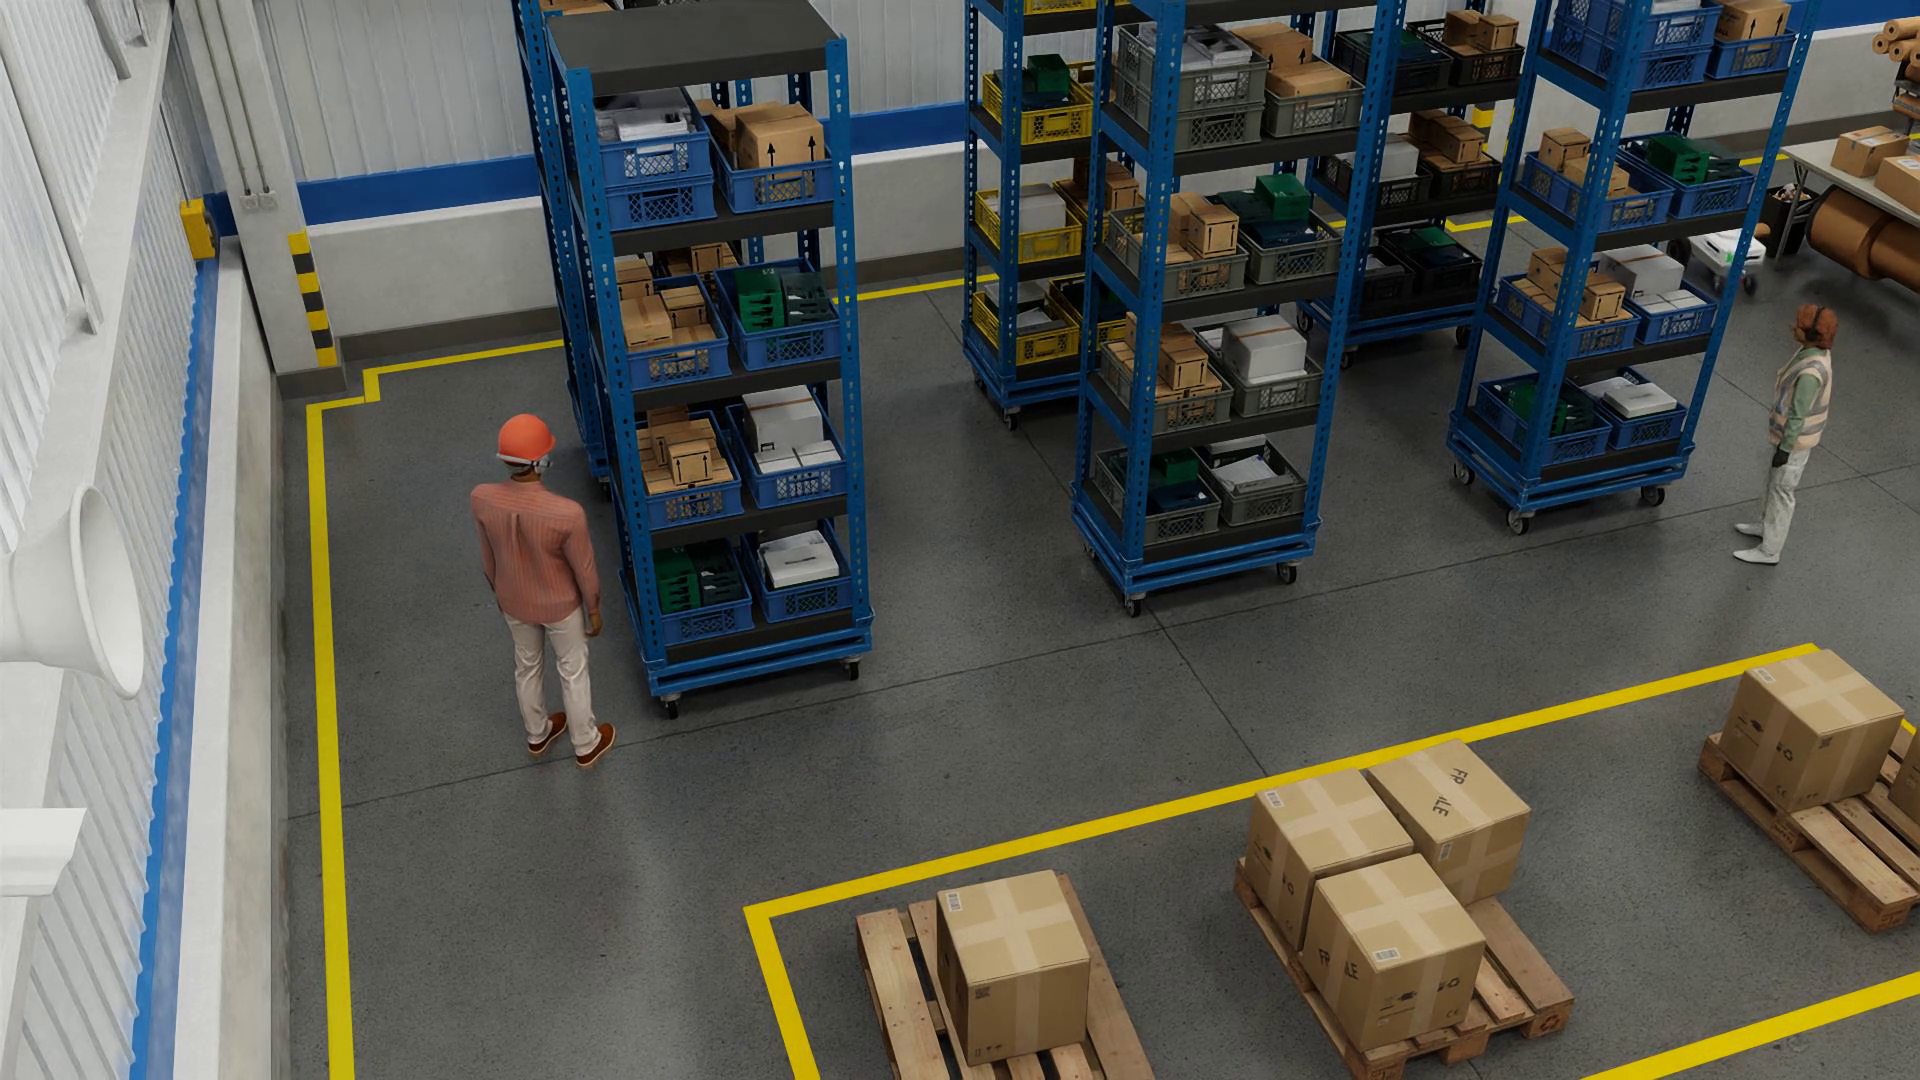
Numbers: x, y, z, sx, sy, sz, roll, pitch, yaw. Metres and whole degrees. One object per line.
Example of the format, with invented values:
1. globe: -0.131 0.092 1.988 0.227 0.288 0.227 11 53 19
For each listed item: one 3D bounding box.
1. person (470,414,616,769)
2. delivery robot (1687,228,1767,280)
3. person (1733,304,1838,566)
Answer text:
1. person: -2.031 0.268 8.181 0.608 1.986 0.402 8 36 12
2. delivery robot: 5.976 -2.328 13.009 0.477 0.478 0.707 -5 35 -7
3. person: 4.855 -0.612 9.732 0.327 1.630 0.521 16 38 21
